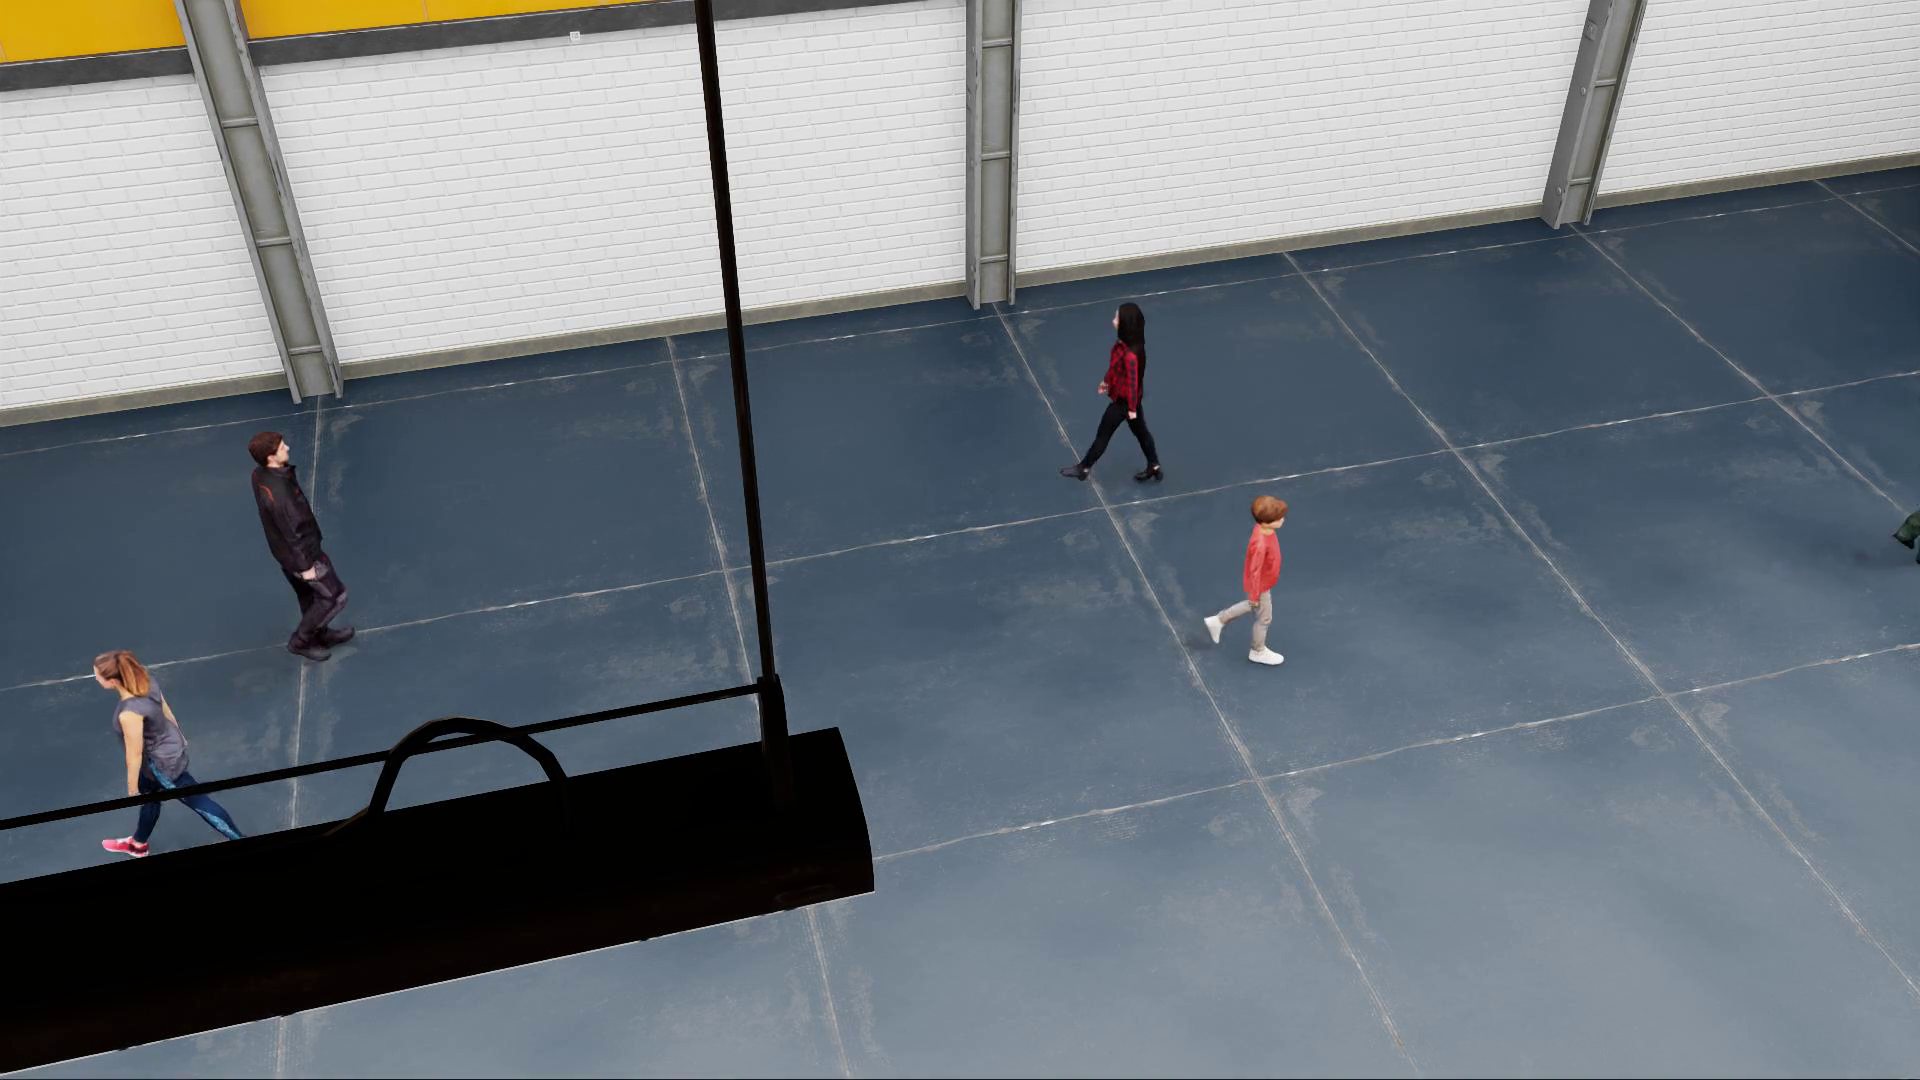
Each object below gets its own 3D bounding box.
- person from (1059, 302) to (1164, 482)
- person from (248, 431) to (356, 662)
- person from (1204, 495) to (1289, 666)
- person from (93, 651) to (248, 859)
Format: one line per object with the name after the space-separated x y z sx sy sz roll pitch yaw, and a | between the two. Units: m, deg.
1.368 -1.091 12.758 1.124 1.618 0.810 2 39 2 | person
-4.502 0.092 11.107 0.833 1.830 0.837 -21 43 -25 | person
1.959 0.254 11.248 0.878 1.400 0.718 7 39 8 | person
-4.554 1.298 9.712 1.083 1.687 0.618 -7 39 -9 | person
